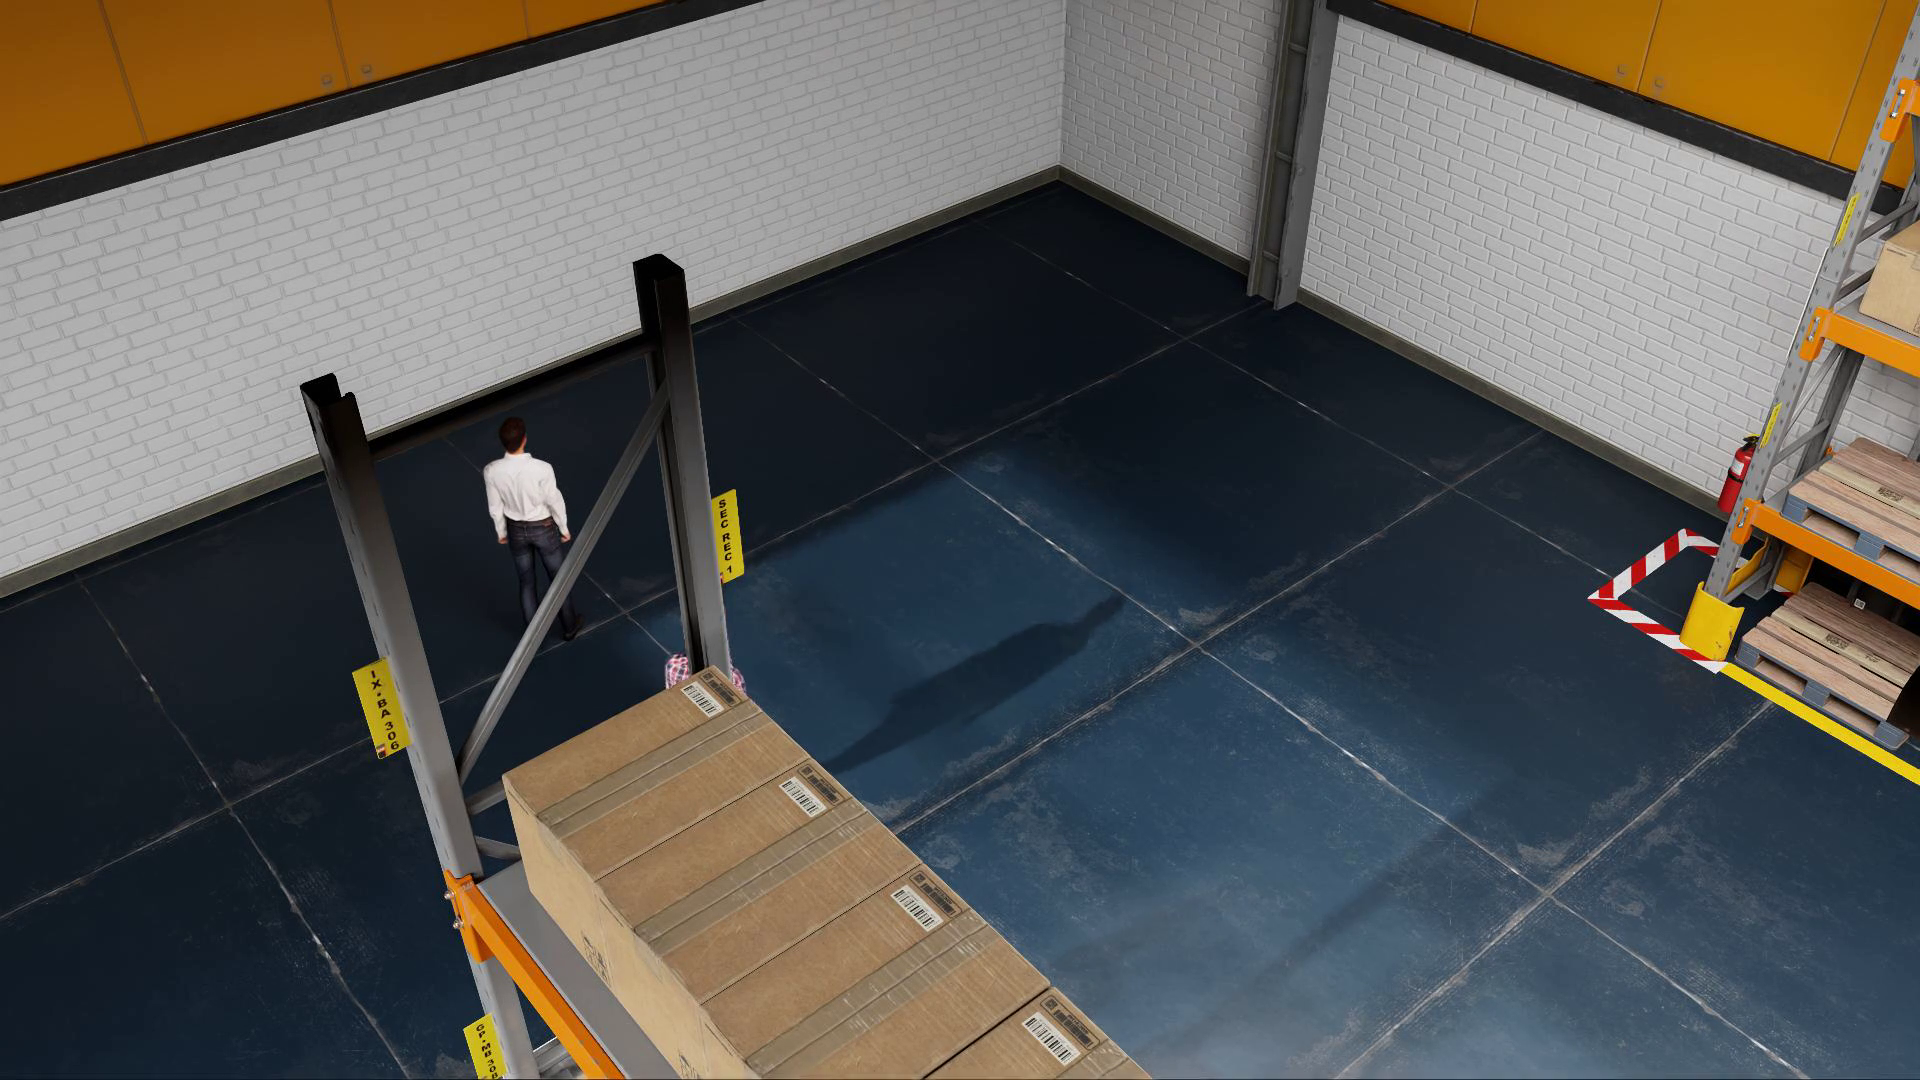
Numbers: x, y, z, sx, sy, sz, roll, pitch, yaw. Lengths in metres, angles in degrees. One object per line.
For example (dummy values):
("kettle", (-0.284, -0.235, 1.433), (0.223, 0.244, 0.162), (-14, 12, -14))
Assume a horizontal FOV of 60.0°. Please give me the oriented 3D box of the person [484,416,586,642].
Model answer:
("person", (-2.997, -0.054, 11.652), (0.737, 1.870, 0.761), (-1, 39, -1))
